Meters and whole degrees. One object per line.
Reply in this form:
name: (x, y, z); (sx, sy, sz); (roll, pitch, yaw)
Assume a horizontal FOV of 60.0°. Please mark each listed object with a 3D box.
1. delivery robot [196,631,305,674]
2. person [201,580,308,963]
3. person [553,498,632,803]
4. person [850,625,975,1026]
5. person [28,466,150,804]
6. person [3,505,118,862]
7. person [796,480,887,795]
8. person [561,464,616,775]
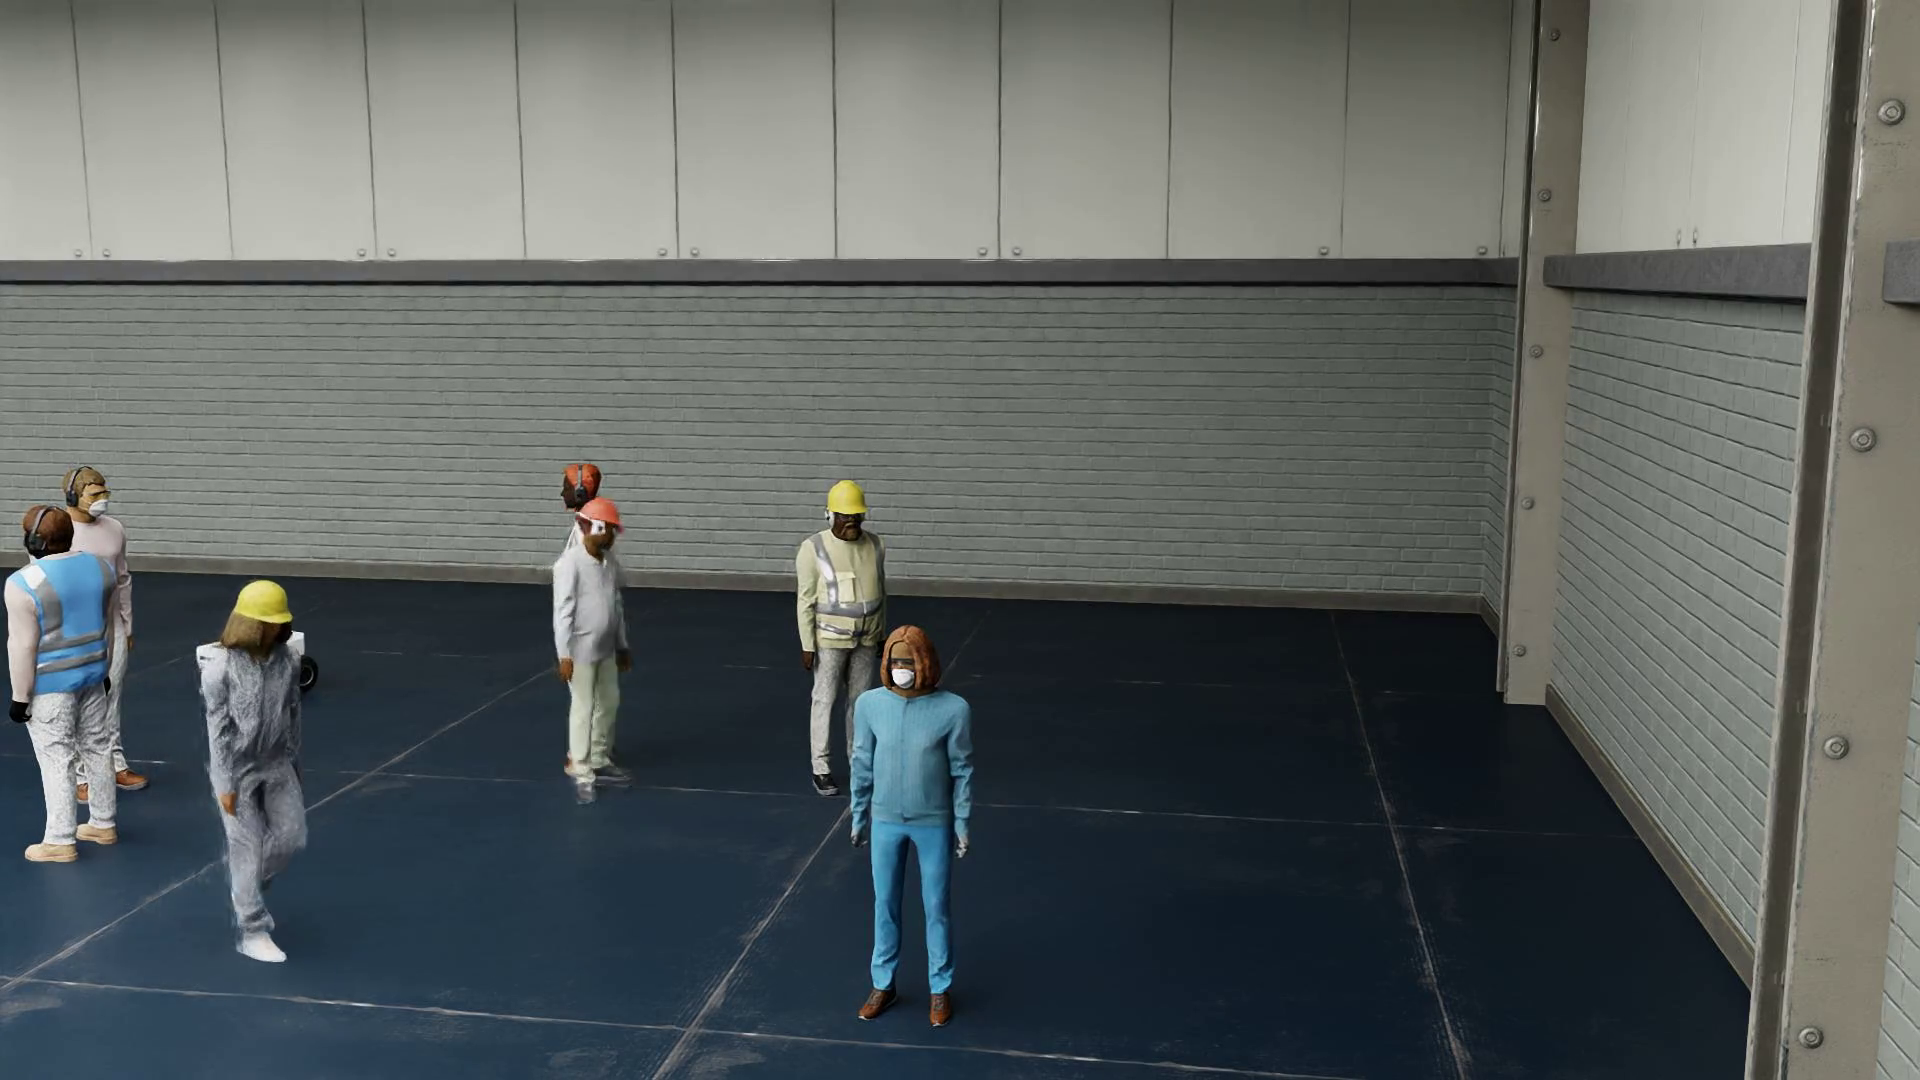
delivery robot: (-5.029, 0.806, 11.808); (0.477, 0.478, 0.707); (6, 11, 31)
person: (-3.086, 1.008, 7.297); (0.479, 1.720, 0.489); (6, 11, 31)
person: (-2.143, 0.628, 9.631); (0.343, 1.715, 0.635); (4, 10, 22)
person: (-0.196, 1.143, 6.698); (0.508, 1.632, 0.271); (2, 9, 12)
person: (-4.992, 0.536, 9.540); (0.375, 1.933, 0.625); (3, 10, 18)
person: (-4.644, 0.732, 8.588); (0.429, 1.847, 0.626); (3, 10, 18)
person: (-0.660, 0.559, 9.692); (0.601, 1.829, 0.404); (-7, 11, -35)
person: (-2.247, 0.473, 10.062); (0.348, 1.882, 0.584); (-1, 9, -7)
